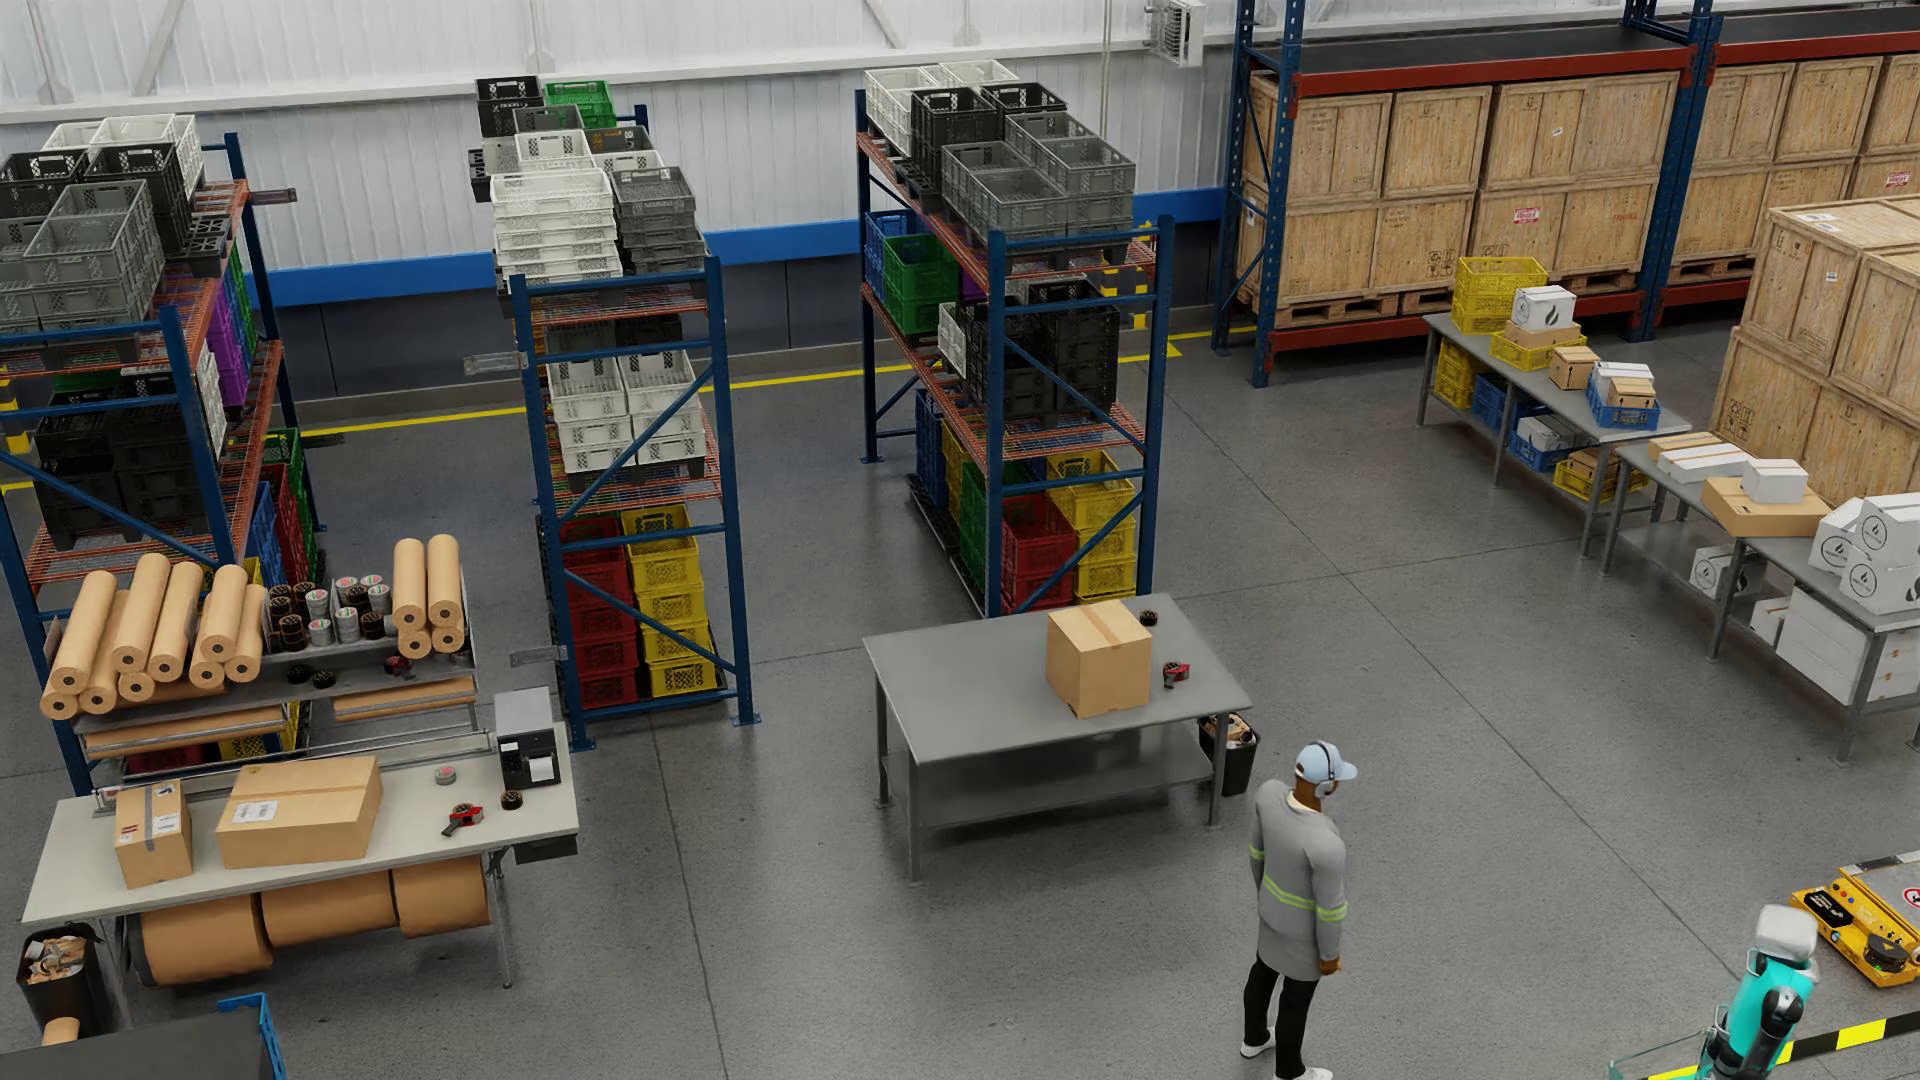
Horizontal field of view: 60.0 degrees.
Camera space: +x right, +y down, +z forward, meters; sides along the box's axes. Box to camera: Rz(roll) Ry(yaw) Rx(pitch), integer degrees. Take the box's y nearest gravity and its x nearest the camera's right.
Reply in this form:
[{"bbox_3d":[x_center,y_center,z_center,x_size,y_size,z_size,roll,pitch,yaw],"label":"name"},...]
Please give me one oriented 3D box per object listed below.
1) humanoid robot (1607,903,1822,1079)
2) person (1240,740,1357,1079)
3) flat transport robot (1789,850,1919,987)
[{"bbox_3d":[2.889,2.106,6.665,0.735,1.677,0.533,13,31,22],"label":"humanoid robot"},{"bbox_3d":[1.527,1.680,7.466,0.391,1.848,0.586,-13,31,-23],"label":"person"},{"bbox_3d":[5.163,1.916,8.676,1.431,0.231,0.659,-8,30,-14],"label":"flat transport robot"}]
